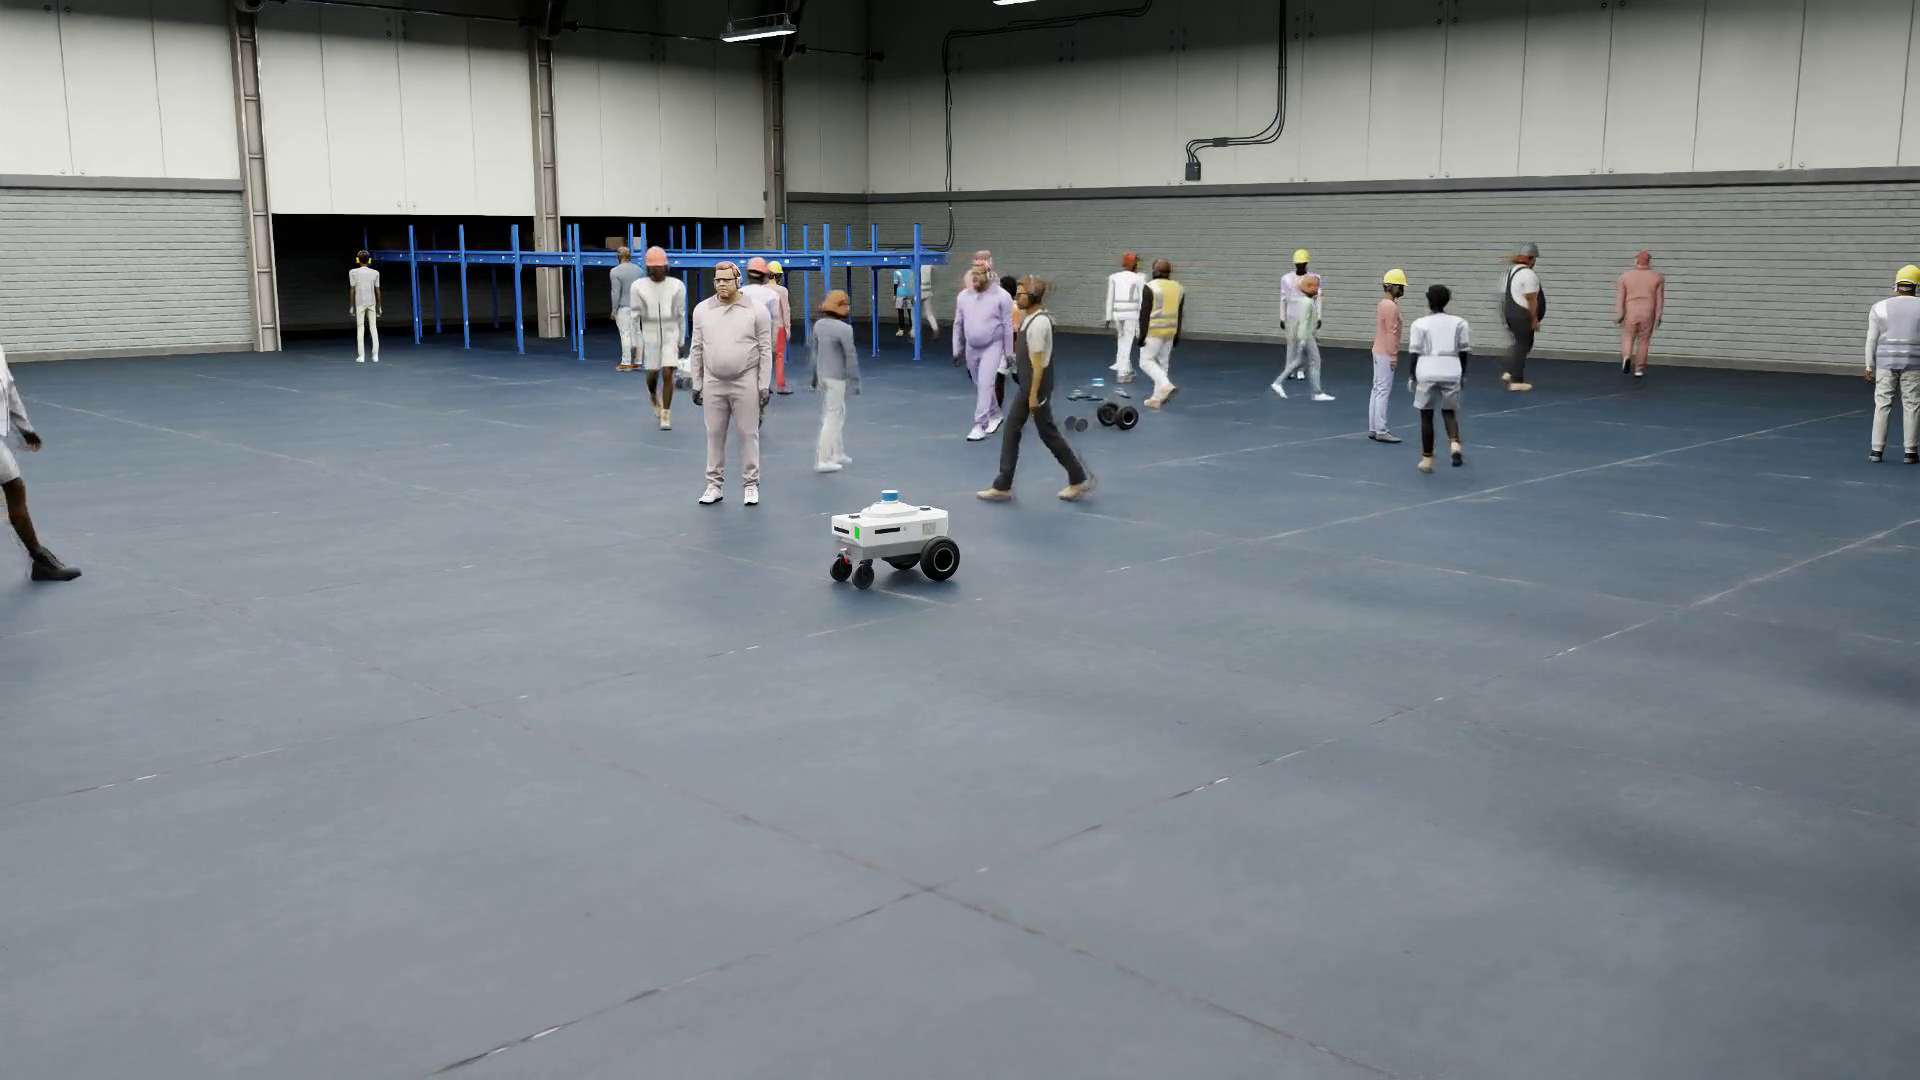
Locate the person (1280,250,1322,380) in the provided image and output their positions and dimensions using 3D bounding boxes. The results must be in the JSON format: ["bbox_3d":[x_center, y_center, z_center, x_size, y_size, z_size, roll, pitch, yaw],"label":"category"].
[{"bbox_3d":[4.952,-3.259,24.209,0.613,1.880,0.947,3,11,14],"label":"person"}]

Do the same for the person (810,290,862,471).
[{"bbox_3d":[-1.078,-1.446,15.058,0.625,1.608,0.538,-9,14,-41],"label":"person"}]

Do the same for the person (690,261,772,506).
[{"bbox_3d":[-1.808,-1.226,13.081,0.652,1.906,0.403,1,10,6],"label":"person"}]

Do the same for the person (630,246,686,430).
[{"bbox_3d":[-3.320,-2.234,18.340,0.615,2.007,0.731,-2,11,-11],"label":"person"}]

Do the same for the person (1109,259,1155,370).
[{"bbox_3d":[2.777,-3.639,26.453,0.893,1.837,0.514,-10,14,-44],"label":"person"}]

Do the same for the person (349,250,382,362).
[{"bbox_3d":[-9.996,-3.929,27.955,0.517,1.865,0.329,-6,12,-29],"label":"person"}]

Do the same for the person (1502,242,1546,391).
[{"bbox_3d":[7.759,-3.061,22.835,0.542,2.000,0.685,0,10,-2],"label":"person"}]

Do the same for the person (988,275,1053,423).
[{"bbox_3d":[0.647,-2.170,18.880,0.803,1.669,0.540,1,10,5],"label":"person"}]

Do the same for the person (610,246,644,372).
[{"bbox_3d":[-5.210,-3.614,26.013,0.377,1.940,0.628,8,13,38],"label":"person"}]

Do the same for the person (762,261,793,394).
[{"bbox_3d":[-2.481,-2.836,22.244,0.534,1.767,0.319,6,12,29],"label":"person"}]

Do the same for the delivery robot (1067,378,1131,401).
[{"bbox_3d":[1.534,-1.663,18.300,0.698,0.223,0.335,-5,11,-23],"label":"delivery robot"}]

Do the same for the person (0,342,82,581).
[{"bbox_3d":[-5.999,-0.667,10.164,0.984,1.886,0.571,-2,11,-9],"label":"person"}]

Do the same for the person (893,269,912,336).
[{"bbox_3d":[-1.168,-5.137,34.976,0.537,1.695,0.320,-5,12,-27],"label":"person"}]

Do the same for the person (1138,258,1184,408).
[{"bbox_3d":[2.464,-2.522,20.350,0.642,1.831,0.562,-8,13,-37],"label":"person"}]

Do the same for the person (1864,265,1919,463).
[{"bbox_3d":[8.803,-1.646,15.570,0.590,1.835,0.404,7,12,32],"label":"person"}]

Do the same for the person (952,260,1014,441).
[{"bbox_3d":[0.266,-2.022,17.557,0.658,1.866,0.972,6,12,29],"label":"person"}]

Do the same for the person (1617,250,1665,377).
[{"bbox_3d":[10.142,-3.368,24.801,0.650,1.890,0.515,5,11,23],"label":"person"}]

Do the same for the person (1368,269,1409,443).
[{"bbox_3d":[4.415,-1.897,17.132,0.329,1.765,0.525,0,10,2],"label":"person"}]

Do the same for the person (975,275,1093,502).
[{"bbox_3d":[0.632,-1.203,13.251,0.935,1.808,0.518,-2,11,-10],"label":"person"}]

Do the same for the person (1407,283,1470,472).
[{"bbox_3d":[4.289,-1.446,14.876,0.554,1.680,0.451,0,10,-3],"label":"person"}]

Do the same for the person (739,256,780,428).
[{"bbox_3d":[-2.241,-2.110,17.970,0.551,1.892,0.786,0,10,2],"label":"person"}]

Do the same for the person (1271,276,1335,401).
[{"bbox_3d":[4.426,-2.609,21.459,0.769,1.602,0.509,2,11,11],"label":"person"}]

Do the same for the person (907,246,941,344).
[{"bbox_3d":[-0.726,-4.805,32.538,0.613,1.926,0.813,-7,12,-33],"label":"person"}]

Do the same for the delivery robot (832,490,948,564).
[{"bbox_3d":[-0.433,-0.065,10.295,0.707,0.478,0.477,-7,13,-34],"label":"delivery robot"}]

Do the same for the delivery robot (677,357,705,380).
[{"bbox_3d":[-3.586,-2.416,23.115,0.707,0.478,0.477,-6,12,-29],"label":"delivery robot"}]

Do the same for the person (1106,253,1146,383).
[{"bbox_3d":[2.489,-3.229,24.145,0.619,1.849,0.876,7,13,34],"label":"person"}]

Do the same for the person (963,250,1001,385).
[{"bbox_3d":[0.360,-3.152,23.609,0.708,1.892,0.424,9,14,40],"label":"person"}]
